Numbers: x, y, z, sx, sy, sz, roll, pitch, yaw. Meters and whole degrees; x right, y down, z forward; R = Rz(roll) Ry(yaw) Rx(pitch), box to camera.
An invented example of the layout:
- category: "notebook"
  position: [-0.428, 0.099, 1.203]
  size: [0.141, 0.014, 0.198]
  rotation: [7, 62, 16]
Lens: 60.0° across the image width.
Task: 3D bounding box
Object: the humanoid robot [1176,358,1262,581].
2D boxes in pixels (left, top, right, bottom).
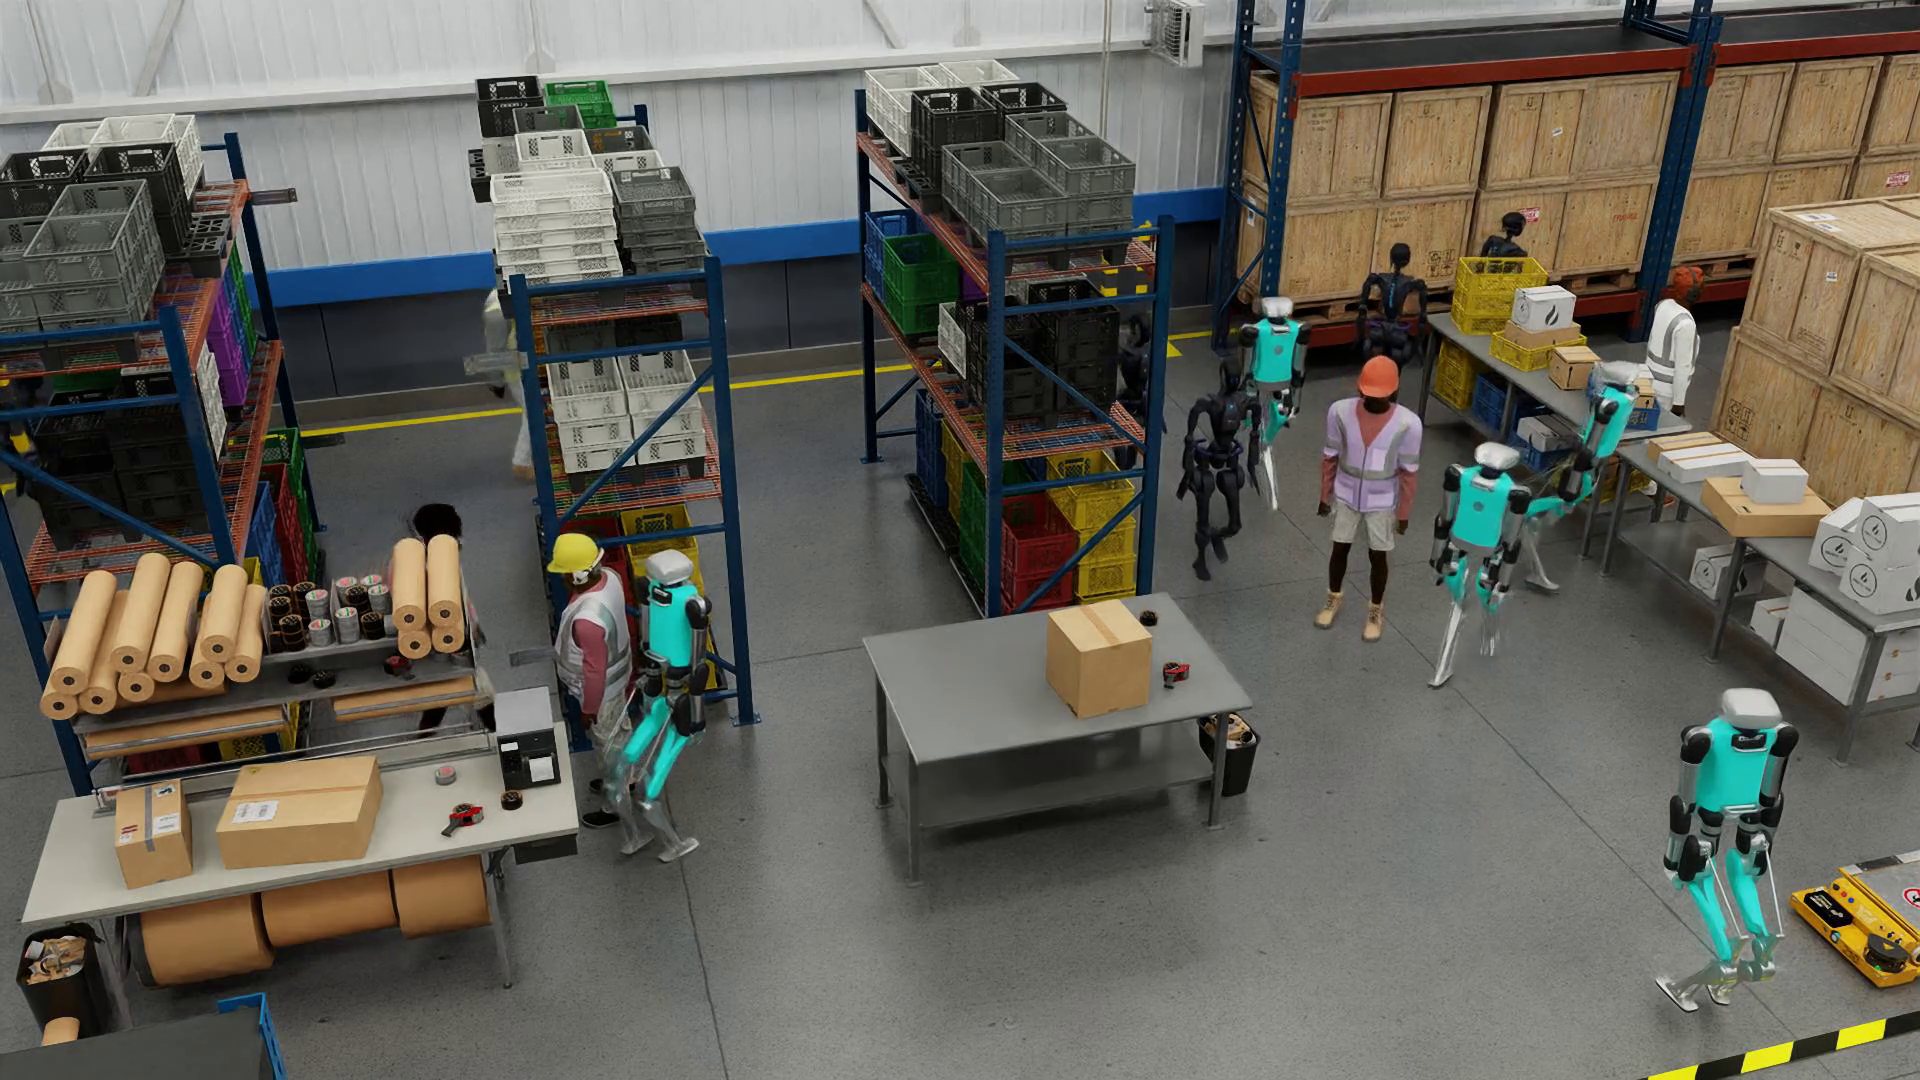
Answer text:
- category: "humanoid robot"
  position: [1.798, -0.509, 11.623]
  size: [0.597, 1.641, 0.376]
  rotation: [-6, 29, -10]

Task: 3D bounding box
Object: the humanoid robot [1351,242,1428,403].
- category: "humanoid robot"
  position: [3.528, -1.635, 13.688]
  size: [0.614, 1.630, 0.620]
  rotation: [12, 31, 20]

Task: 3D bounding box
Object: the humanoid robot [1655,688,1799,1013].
- category: "humanoid robot"
  position: [3.604, 1.540, 7.694]
  size: [0.533, 1.677, 0.735]
  rotation: [-3, 29, -5]

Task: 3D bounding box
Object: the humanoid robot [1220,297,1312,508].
- category: "humanoid robot"
  position: [2.272, -1.085, 12.689]
  size: [0.534, 1.807, 0.800]
  rotation: [-3, 29, -6]

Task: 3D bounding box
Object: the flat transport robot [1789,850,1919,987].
- category: "flat transport robot"
  position: [5.163, 1.916, 8.676]
  size: [1.431, 0.231, 0.659]
  rotation: [-8, 30, -14]

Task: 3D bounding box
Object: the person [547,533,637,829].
- category: "person"
  position: [-2.005, 0.763, 9.156]
  size: [0.403, 1.825, 0.588]
  rotation: [-1, 29, -1]

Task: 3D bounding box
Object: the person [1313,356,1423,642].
- category: "person"
  position: [2.635, -0.263, 10.824]
  size: [0.616, 2.030, 0.446]
  rotation: [14, 32, 24]

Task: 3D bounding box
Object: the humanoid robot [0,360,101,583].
- category: "humanoid robot"
  position: [-6.279, -0.461, 11.537]
  size: [0.613, 1.642, 0.364]
  rotation: [-5, 29, -8]

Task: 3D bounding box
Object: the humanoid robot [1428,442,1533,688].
- category: "humanoid robot"
  position: [3.288, 0.135, 10.470]
  size: [0.561, 1.855, 0.846]
  rotation: [16, 33, 27]

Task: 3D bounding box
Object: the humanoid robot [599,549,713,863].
- category: "humanoid robot"
  position: [-1.697, 0.963, 8.873]
  size: [0.557, 1.741, 0.847]
  rotation: [24, 37, 37]

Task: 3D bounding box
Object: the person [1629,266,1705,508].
- category: "person"
  position: [5.356, -1.164, 12.602]
  size: [0.352, 1.884, 0.579]
  rotation: [0, 29, -1]

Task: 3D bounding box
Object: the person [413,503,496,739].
- category: "person"
  position: [-2.774, 0.608, 9.348]
  size: [0.885, 1.905, 0.604]
  rotation: [-14, 32, -24]

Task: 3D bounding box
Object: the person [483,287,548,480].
- category: "person"
  position: [-3.438, -1.351, 13.018]
  size: [0.446, 1.806, 0.694]
  rotation: [0, 29, 0]

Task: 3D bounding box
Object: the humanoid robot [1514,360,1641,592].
- category: "humanoid robot"
  position: [4.111, -0.399, 11.474]
  size: [0.818, 1.889, 0.572]
  rotation: [22, 35, 34]

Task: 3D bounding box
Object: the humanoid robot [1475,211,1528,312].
- category: "humanoid robot"
  position: [4.599, -2.066, 14.477]
  size: [0.561, 1.639, 0.609]
  rotation: [-14, 32, -24]

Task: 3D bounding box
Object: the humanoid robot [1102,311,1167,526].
- category: "humanoid robot"
  position: [1.268, -0.953, 12.488]
  size: [0.586, 1.636, 0.677]
  rotation: [-17, 33, -28]
